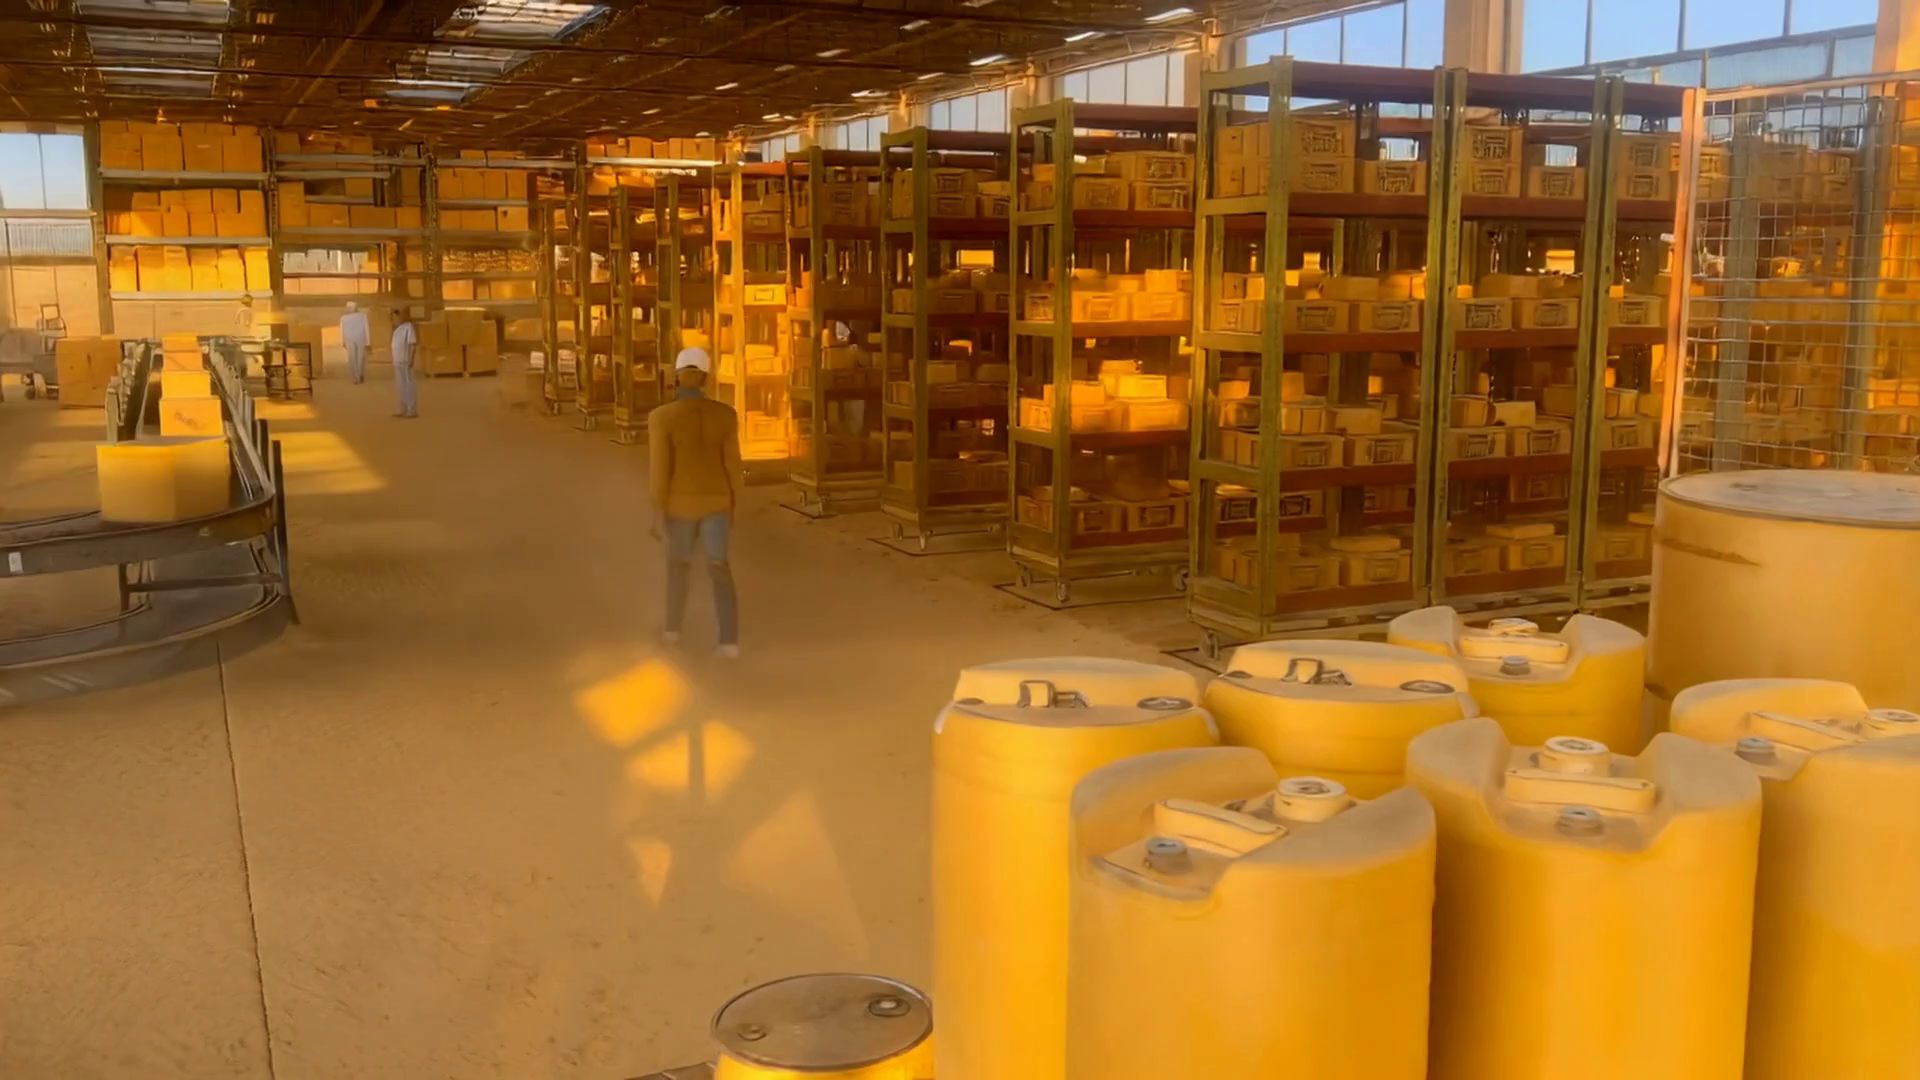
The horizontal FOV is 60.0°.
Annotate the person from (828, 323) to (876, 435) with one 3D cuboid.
[{"bbox_3d":[-1.308,-1.756,20.379,0.577,1.788,0.628,-6,11,-33],"label":"person"}]

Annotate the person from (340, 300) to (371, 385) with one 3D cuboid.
[{"bbox_3d":[-12.892,-4.204,35.446,0.611,1.816,0.420,-4,10,-24],"label":"person"}]

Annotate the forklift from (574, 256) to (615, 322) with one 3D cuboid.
[{"bbox_3d":[-10.054,-6.196,44.532,1.873,2.768,1.129,-4,10,-25],"label":"forklift"}]

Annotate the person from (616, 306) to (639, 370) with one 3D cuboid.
[{"bbox_3d":[-6.258,-3.487,30.831,0.659,1.864,0.930,6,11,33],"label":"person"}]

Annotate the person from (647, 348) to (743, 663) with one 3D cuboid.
[{"bbox_3d":[-1.645,-0.220,10.387,0.659,1.929,1.054,-4,10,-25],"label":"person"}]

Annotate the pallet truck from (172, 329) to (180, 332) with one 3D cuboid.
[{"bbox_3d":[-17.275,-3.851,35.096,1.601,1.201,0.680,0,9,1],"label":"pallet truck"}]

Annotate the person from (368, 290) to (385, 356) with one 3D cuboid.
[{"bbox_3d":[-16.766,-6.222,47.701,0.407,1.906,0.655,4,10,21],"label":"person"}]

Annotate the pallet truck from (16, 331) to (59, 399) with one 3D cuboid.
[{"bbox_3d":[-17.082,-3.353,31.781,1.630,1.274,0.653,-4,10,-25],"label":"pallet truck"}]

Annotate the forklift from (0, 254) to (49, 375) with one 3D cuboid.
[{"bbox_3d":[-22.038,-5.161,38.105,1.873,2.768,1.129,-4,10,-25],"label":"forklift"}]

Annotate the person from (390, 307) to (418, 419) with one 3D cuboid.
[{"bbox_3d":[-9.145,-2.912,27.384,0.401,1.837,0.565,-9,13,-44],"label":"person"}]

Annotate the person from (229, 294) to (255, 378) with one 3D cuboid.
[{"bbox_3d":[-16.260,-4.626,37.809,0.977,1.911,0.614,-8,12,-41],"label":"person"}]
